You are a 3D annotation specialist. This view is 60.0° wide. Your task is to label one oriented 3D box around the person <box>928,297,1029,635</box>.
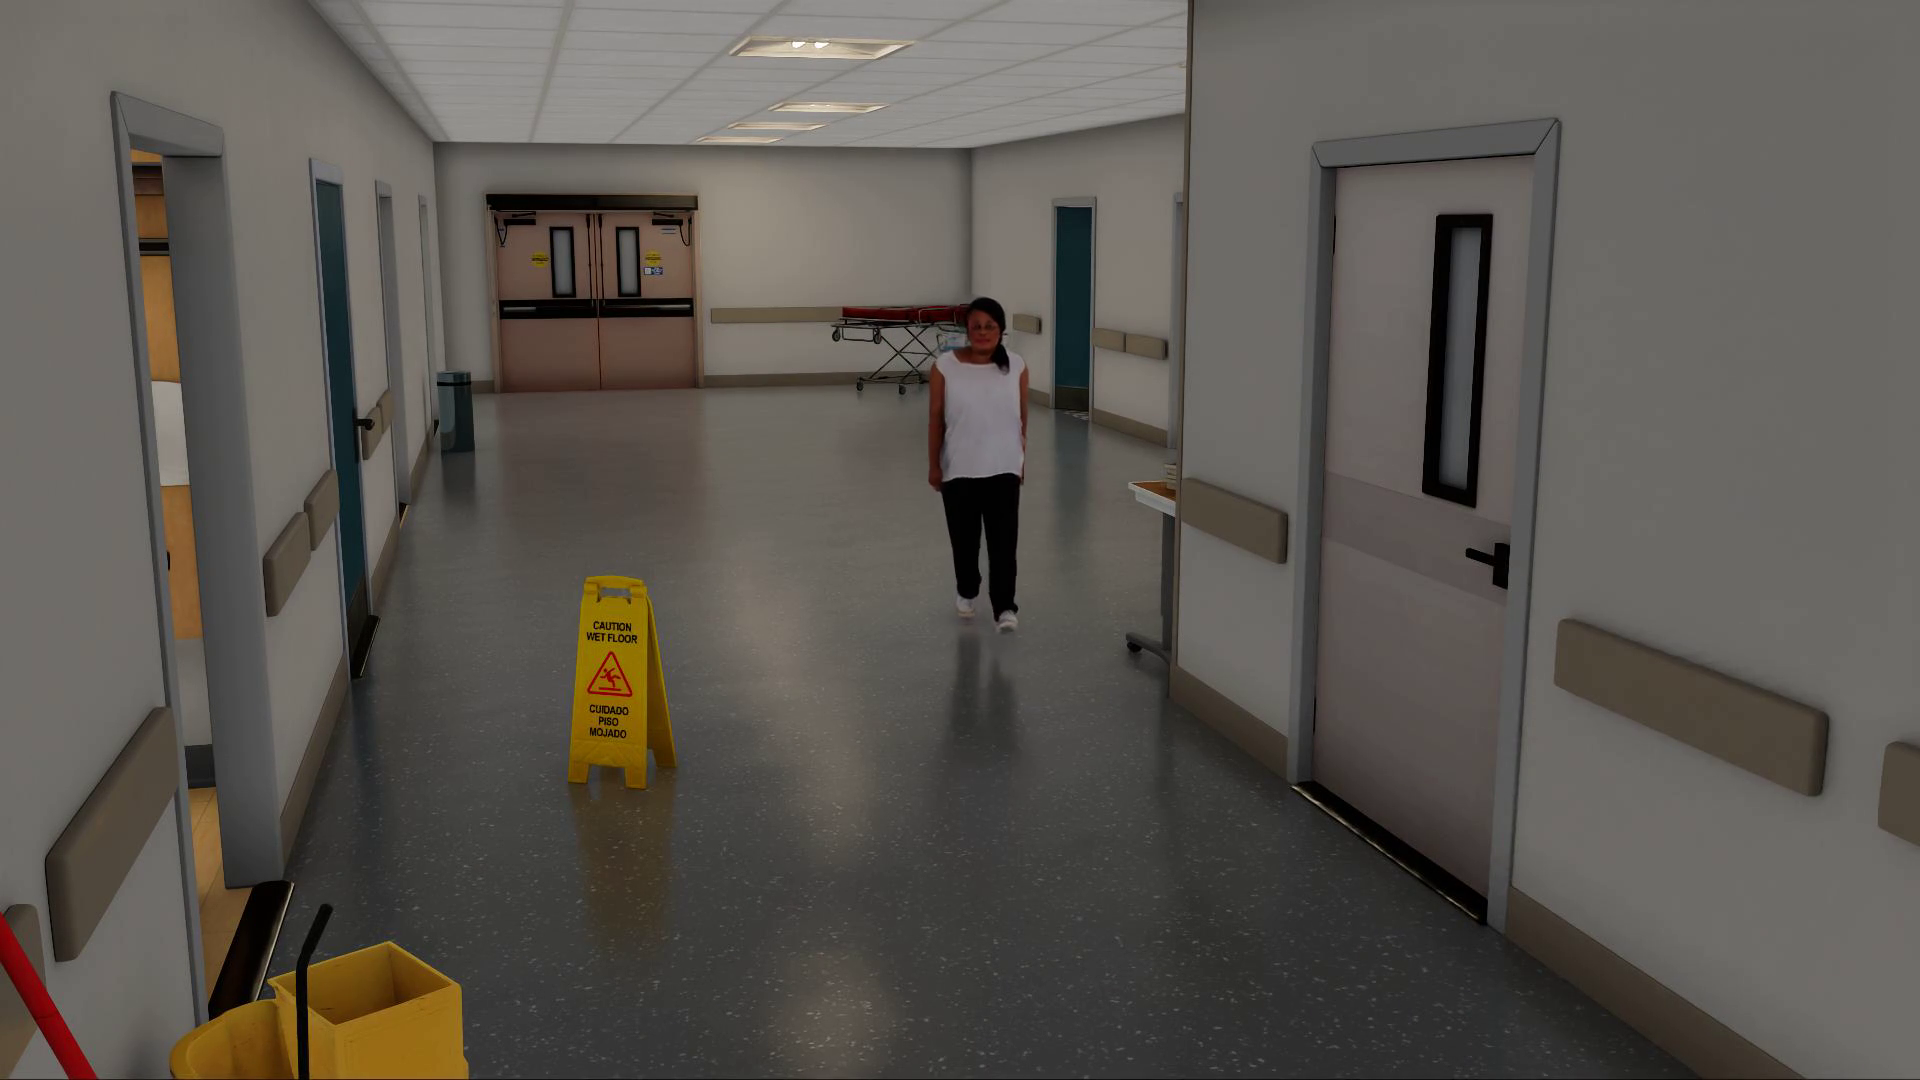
[{"bbox_3d":[0.102,-0.369,8.404,0.813,1.644,1.126,-1,11,-3],"label":"person"}]
